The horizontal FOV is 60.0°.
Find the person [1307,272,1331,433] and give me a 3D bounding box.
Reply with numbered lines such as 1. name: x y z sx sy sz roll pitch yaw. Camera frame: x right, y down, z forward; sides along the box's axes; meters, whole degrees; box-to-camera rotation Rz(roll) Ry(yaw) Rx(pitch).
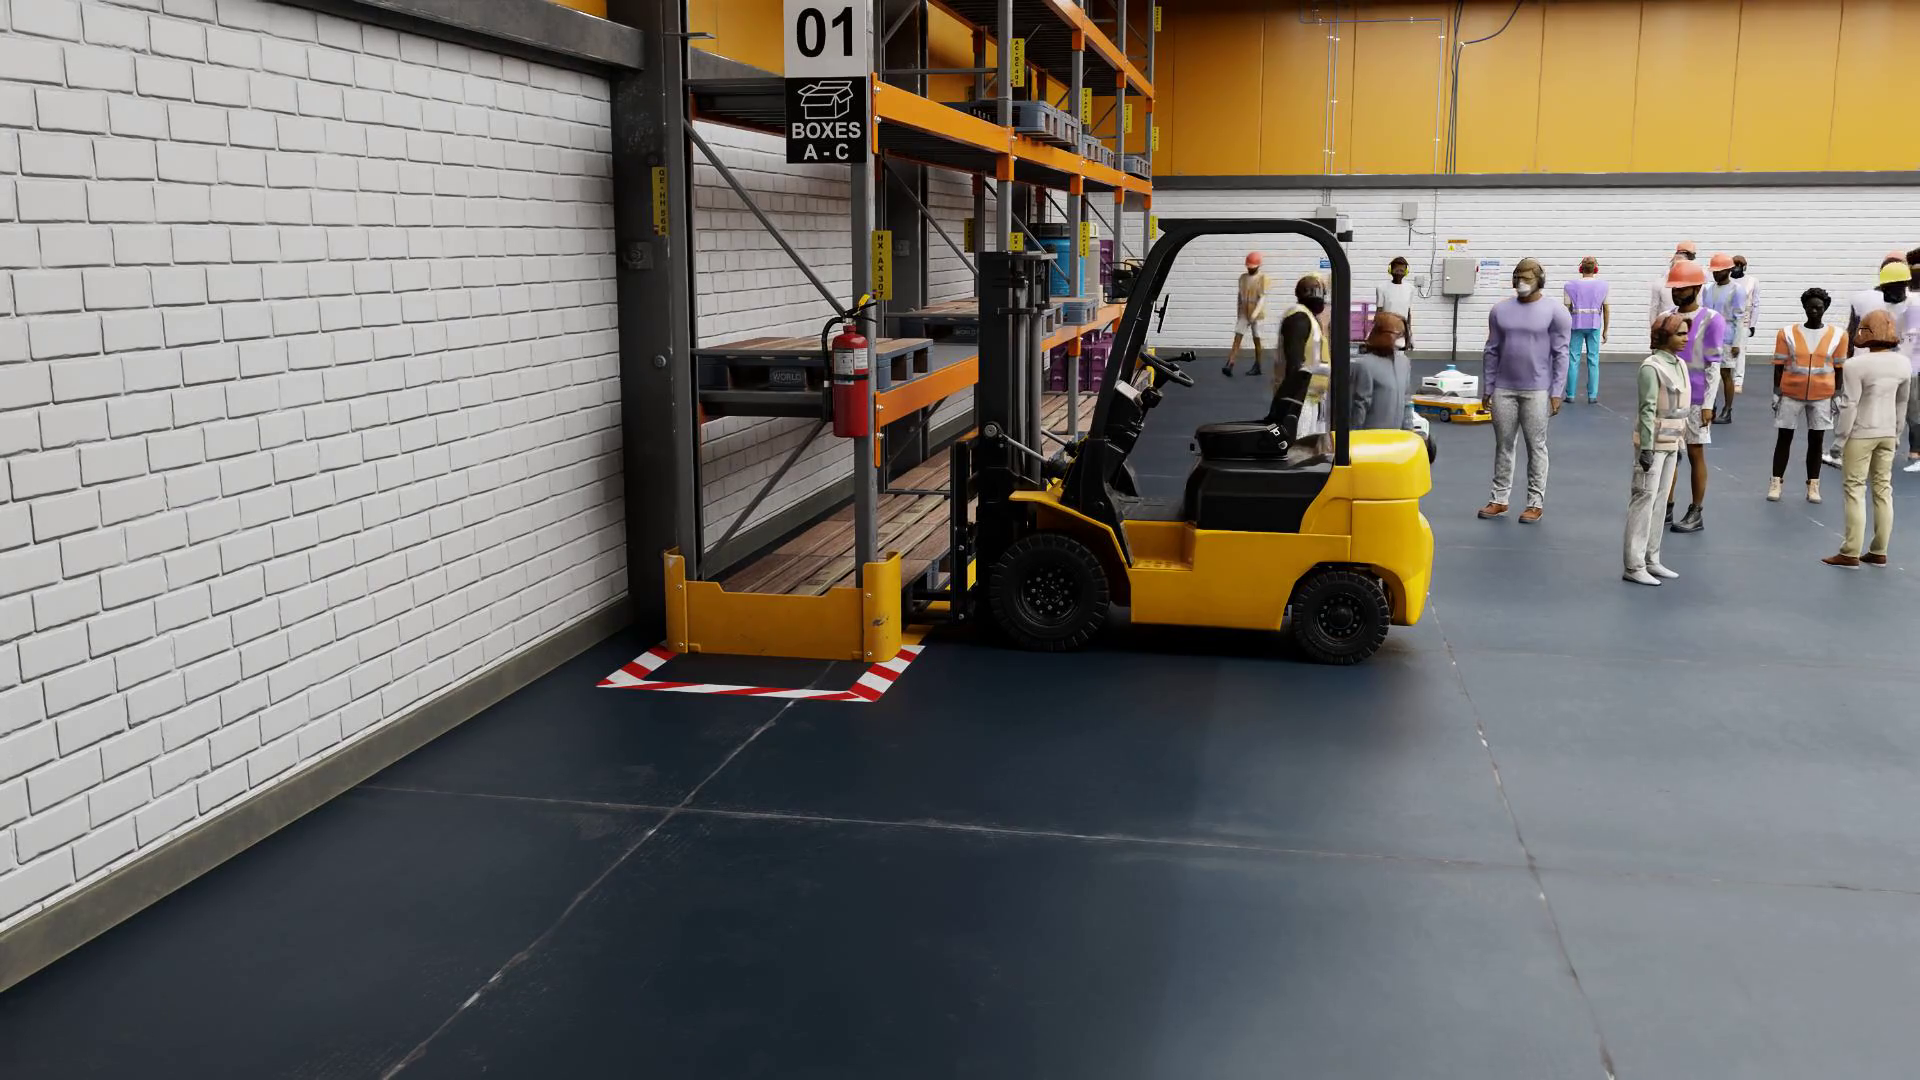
1. person: 3.345 -1.667 15.864 0.523 1.760 0.325 2 11 12

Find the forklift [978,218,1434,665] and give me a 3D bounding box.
1. forklift: 1.285 -0.567 8.635 2.313 2.155 1.214 2 11 11

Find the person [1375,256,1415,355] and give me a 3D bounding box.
1. person: 5.091 -2.381 19.508 0.518 1.857 0.327 -3 11 -16

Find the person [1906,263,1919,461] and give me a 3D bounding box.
1. person: 8.920 -1.663 15.602 0.508 1.846 0.342 9 14 42

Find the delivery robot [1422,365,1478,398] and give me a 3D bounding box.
1. delivery robot: 5.881 -1.858 19.947 0.707 0.478 0.477 -7 12 -34

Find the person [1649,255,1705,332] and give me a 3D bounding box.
1. person: 9.062 -2.656 21.014 0.645 1.858 0.968 3 11 17

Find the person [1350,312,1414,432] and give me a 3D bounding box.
1. person: 2.712 -0.637 10.599 0.501 1.620 0.357 -10 14 -44

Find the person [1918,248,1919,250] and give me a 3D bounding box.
1. person: 14.994 -3.618 26.107 0.393 1.937 0.650 0 10 -3

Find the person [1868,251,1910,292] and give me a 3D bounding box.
1. person: 10.683 -2.334 19.033 1.029 1.948 0.641 -9 14 -40

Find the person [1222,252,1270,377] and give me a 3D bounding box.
1. person: 4.325 -3.357 24.845 0.574 1.856 0.963 8 13 38

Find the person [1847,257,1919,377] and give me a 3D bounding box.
1. person: 8.597 -1.677 15.511 0.449 1.900 0.610 -9 13 -40

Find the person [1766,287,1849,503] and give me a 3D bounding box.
1. person: 6.676 -1.136 13.116 0.533 1.697 0.322 5 11 24

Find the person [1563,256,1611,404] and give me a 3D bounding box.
1. person: 7.855 -2.631 20.902 0.571 1.845 0.382 2 11 12

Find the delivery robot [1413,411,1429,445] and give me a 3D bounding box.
1. delivery robot: 4.149 -1.067 15.615 0.477 0.478 0.707 0 10 0

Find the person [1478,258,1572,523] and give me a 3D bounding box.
1. person: 4.137 -1.096 12.238 0.635 1.937 0.359 9 14 42

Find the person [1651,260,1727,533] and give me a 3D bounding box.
1. person: 5.119 -1.012 11.824 0.396 1.929 0.539 -7 12 -34

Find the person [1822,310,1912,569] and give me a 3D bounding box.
1. person: 5.742 -0.630 10.517 0.507 1.632 0.275 -3 11 -16

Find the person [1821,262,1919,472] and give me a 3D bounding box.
1. person: 8.271 -1.520 14.774 1.042 1.863 0.601 -1 10 -4

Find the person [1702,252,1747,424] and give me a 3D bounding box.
1. person: 8.487 -2.247 18.623 0.420 1.920 0.547 -5 11 -25

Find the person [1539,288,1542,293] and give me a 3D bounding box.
1. person: 7.252 -2.537 21.110 0.531 1.584 0.864 6 12 29

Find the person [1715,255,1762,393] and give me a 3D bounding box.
1. person: 10.396 -2.900 22.388 0.624 1.847 0.429 7 12 34

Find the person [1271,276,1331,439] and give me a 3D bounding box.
1. person: 2.536 -1.042 12.348 0.431 1.809 0.699 4 11 22

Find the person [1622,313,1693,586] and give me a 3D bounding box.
1. person: 4.236 -0.552 10.076 0.309 1.638 0.522 10 14 42

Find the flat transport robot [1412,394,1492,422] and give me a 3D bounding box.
1. flat transport robot: 5.560 -1.536 19.222 0.652 0.197 1.431 -7 12 -34

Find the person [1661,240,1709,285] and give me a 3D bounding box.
1. person: 9.739 -3.008 22.450 0.605 2.037 0.394 3 11 15

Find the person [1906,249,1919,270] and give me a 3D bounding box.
1. person: 11.894 -2.625 20.637 0.694 1.939 0.410 -6 12 -29
